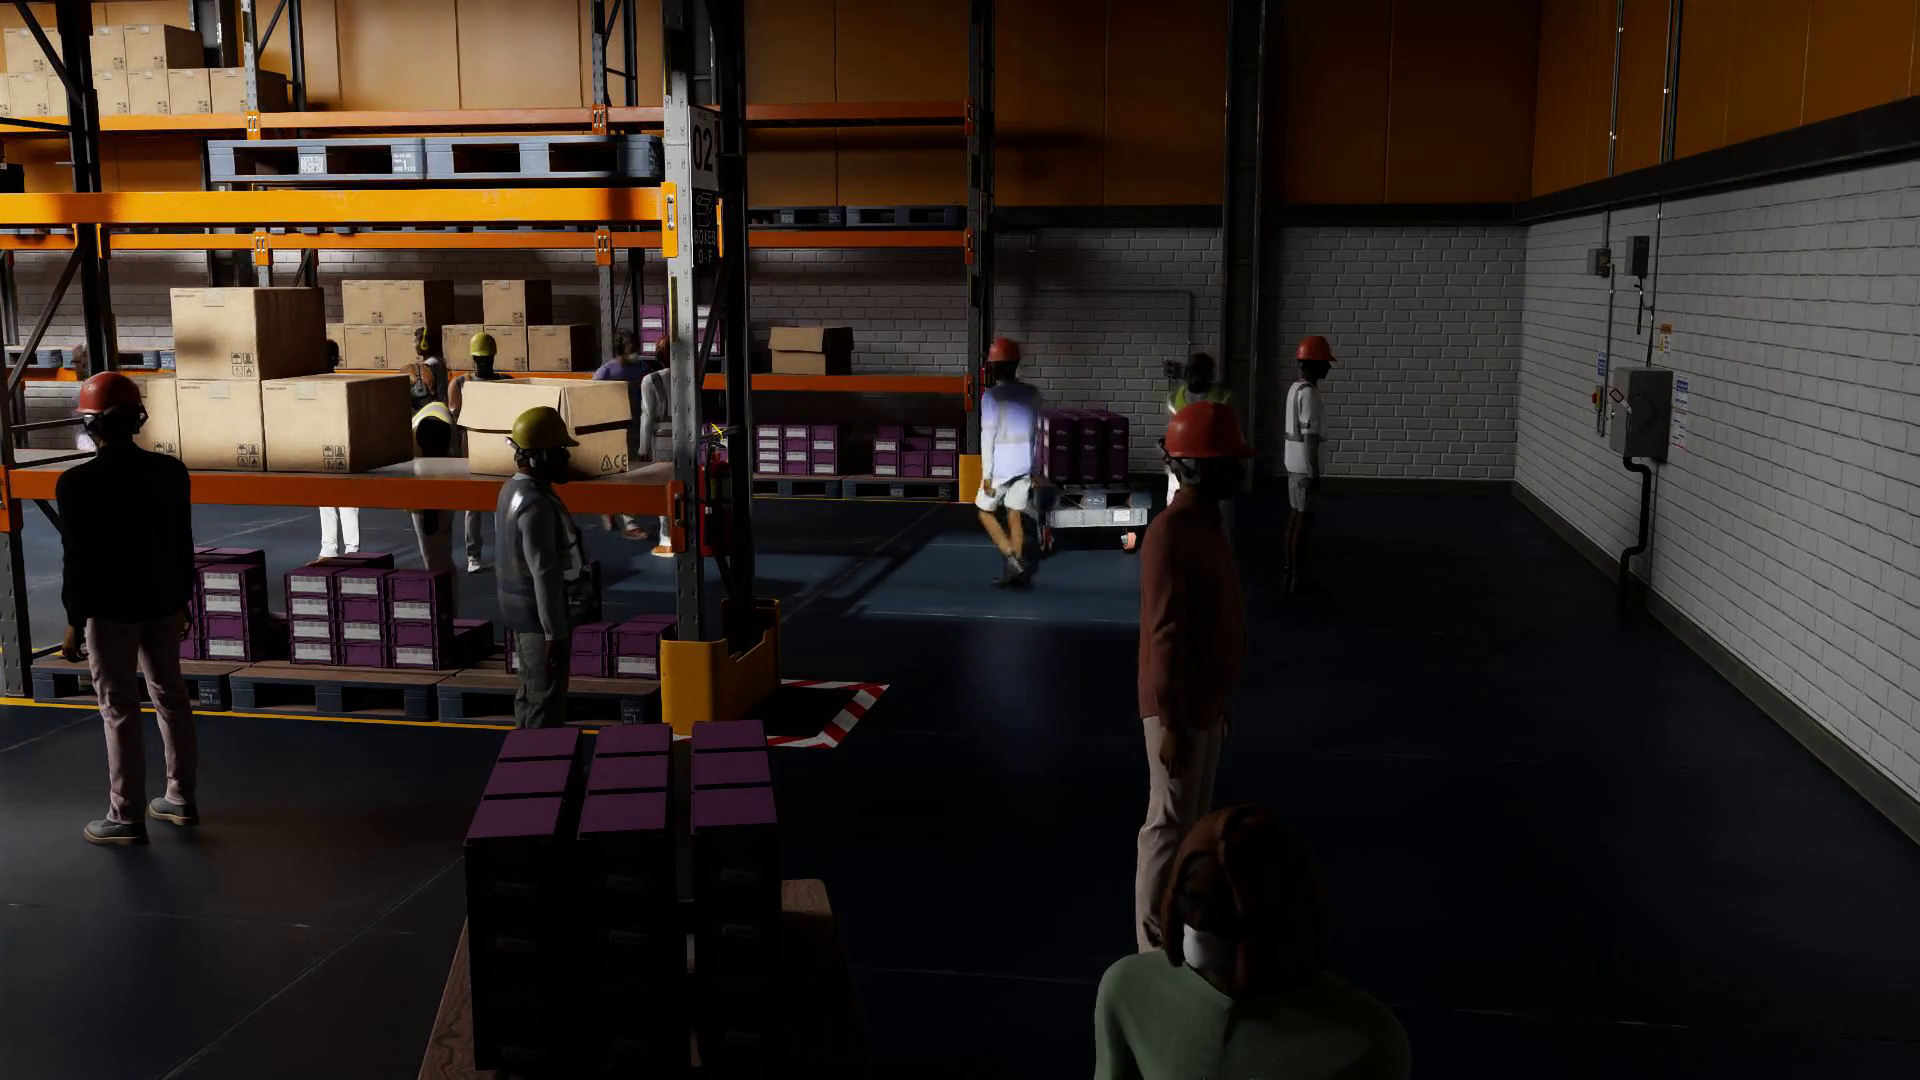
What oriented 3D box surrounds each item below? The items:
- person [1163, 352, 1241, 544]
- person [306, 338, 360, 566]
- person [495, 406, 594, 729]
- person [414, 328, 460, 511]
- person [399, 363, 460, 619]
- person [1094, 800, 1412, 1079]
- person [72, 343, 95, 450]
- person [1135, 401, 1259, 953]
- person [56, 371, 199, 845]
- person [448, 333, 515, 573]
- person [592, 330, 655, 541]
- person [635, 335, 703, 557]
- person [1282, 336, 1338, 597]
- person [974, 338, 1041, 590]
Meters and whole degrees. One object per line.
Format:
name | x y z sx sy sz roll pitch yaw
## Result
person | 1.879 -0.564 12.944 0.639 1.804 0.864 4 10 24
person | -5.038 -0.668 13.314 0.585 1.881 0.343 5 11 30
person | -1.806 0.332 7.268 0.404 1.831 0.600 -4 10 -25
person | -5.402 -1.193 16.674 0.766 1.846 0.555 -1 9 -3
person | -3.415 -0.217 10.677 0.429 1.836 0.621 -4 10 -22
person | 0.424 1.189 2.566 0.504 1.631 0.279 4 10 25
person | -6.439 -0.579 12.796 0.788 1.875 0.663 0 9 0
person | 0.769 0.540 5.471 0.379 1.996 0.609 4 10 21
person | -3.519 0.287 7.048 0.381 1.994 0.620 4 10 25
person | -3.795 -0.701 13.385 0.594 1.925 0.369 -5 11 -31
person | -3.111 -0.968 15.168 0.949 1.901 0.630 9 13 43
person | -2.445 -0.782 14.105 0.600 1.883 0.371 -9 13 -43
person | 2.612 -0.552 12.427 0.357 1.936 0.551 0 9 0
person | 0.366 -0.554 12.509 0.545 1.923 0.439 -7 11 -35
